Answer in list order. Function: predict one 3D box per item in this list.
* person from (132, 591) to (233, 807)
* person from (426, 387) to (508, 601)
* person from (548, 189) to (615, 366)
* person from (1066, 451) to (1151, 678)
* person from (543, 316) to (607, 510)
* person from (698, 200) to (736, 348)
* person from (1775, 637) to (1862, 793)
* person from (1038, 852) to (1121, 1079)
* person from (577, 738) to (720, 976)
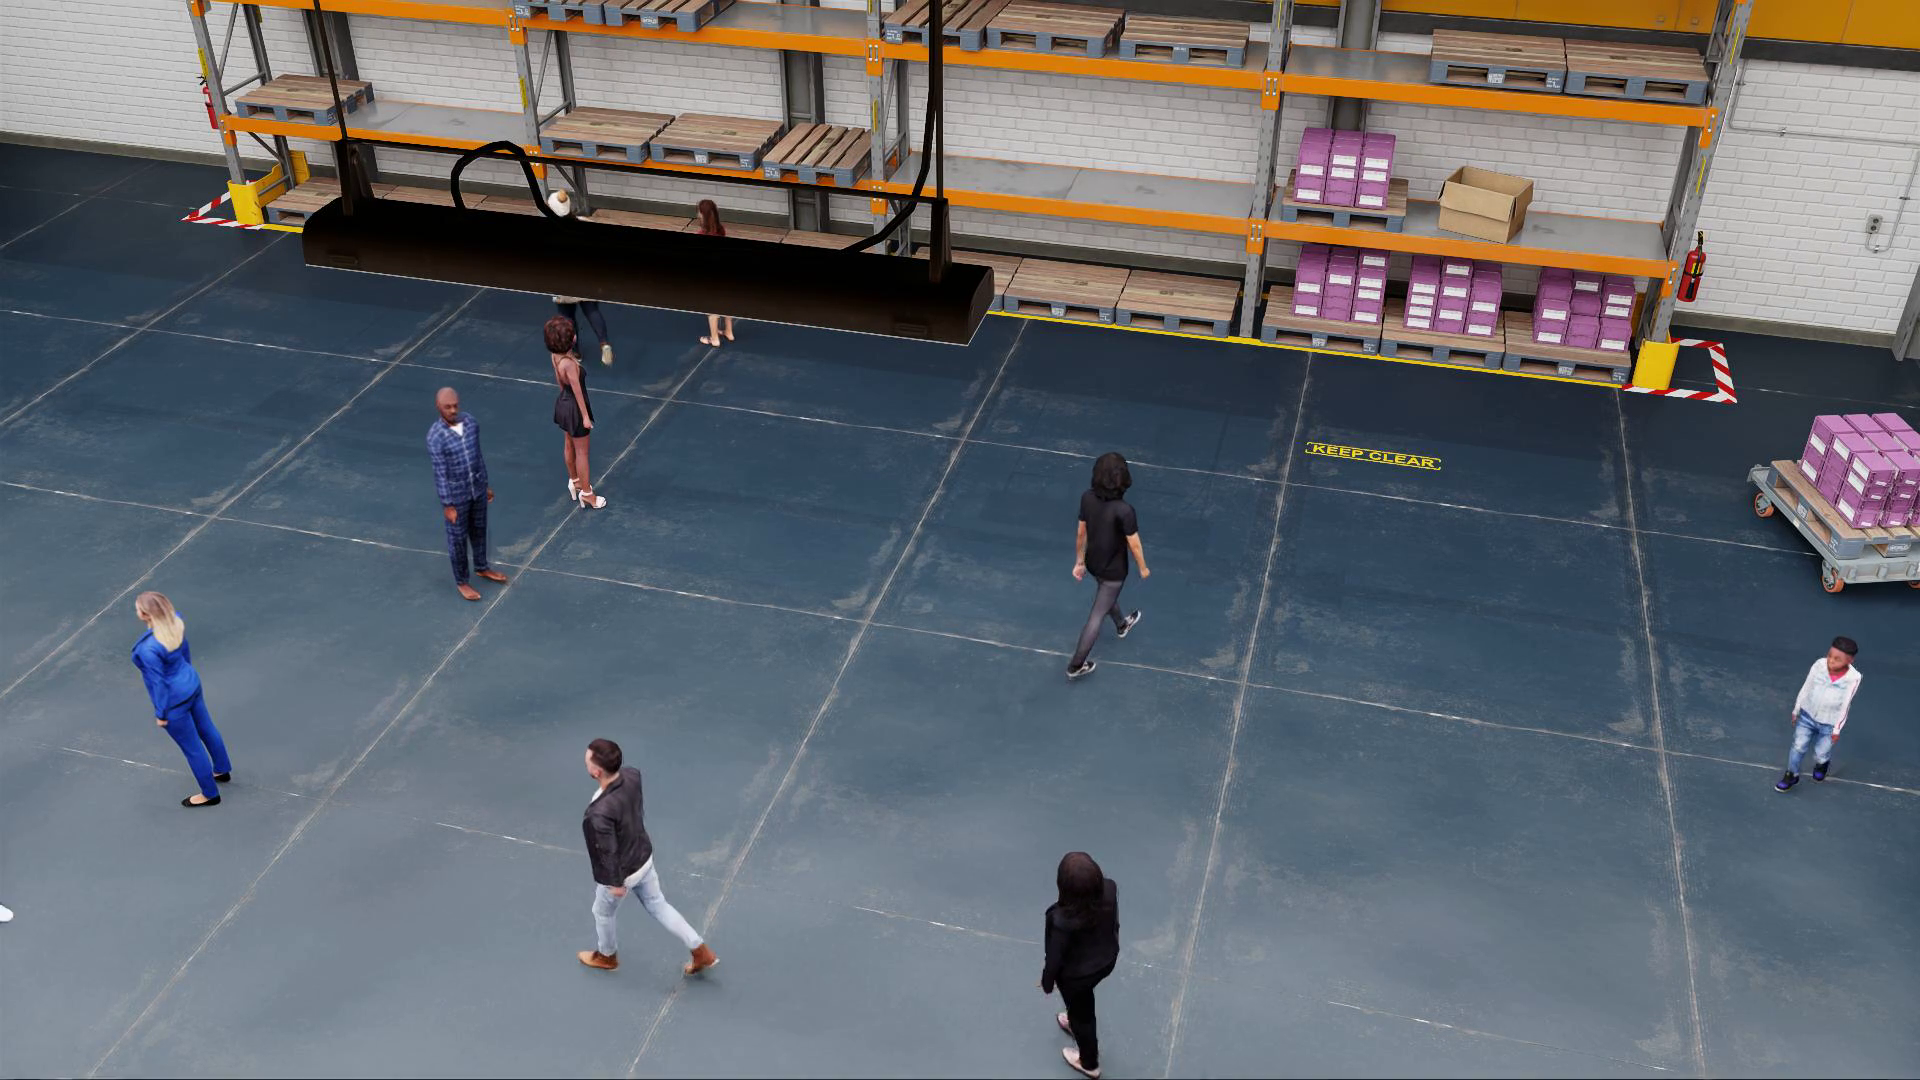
[{"bbox_3d":[-5.214,1.044,11.134,0.625,1.701,0.668,1,34,1],"label":"person"},{"bbox_3d":[-3.964,-0.406,13.209,0.708,1.818,0.726,19,38,26],"label":"person"},{"bbox_3d":[-3.764,-2.566,16.406,1.023,1.877,1.125,-24,41,-32],"label":"person"},{"bbox_3d":[1.026,0.226,12.283,1.108,1.790,1.179,-27,42,-34],"label":"person"},{"bbox_3d":[-3.317,-1.090,14.267,0.707,1.787,0.639,-21,39,-28],"label":"person"},{"bbox_3d":[-2.496,-2.727,16.941,0.714,1.553,0.653,26,41,33],"label":"person"},{"bbox_3d":[5.910,1.175,11.343,0.743,1.251,0.707,-24,41,-32],"label":"person"},{"bbox_3d":[0.746,2.389,9.202,0.829,1.599,0.800,27,42,34],"label":"person"},{"bbox_3d":[-1.866,1.913,9.727,1.143,1.810,0.698,11,35,16],"label":"person"}]
